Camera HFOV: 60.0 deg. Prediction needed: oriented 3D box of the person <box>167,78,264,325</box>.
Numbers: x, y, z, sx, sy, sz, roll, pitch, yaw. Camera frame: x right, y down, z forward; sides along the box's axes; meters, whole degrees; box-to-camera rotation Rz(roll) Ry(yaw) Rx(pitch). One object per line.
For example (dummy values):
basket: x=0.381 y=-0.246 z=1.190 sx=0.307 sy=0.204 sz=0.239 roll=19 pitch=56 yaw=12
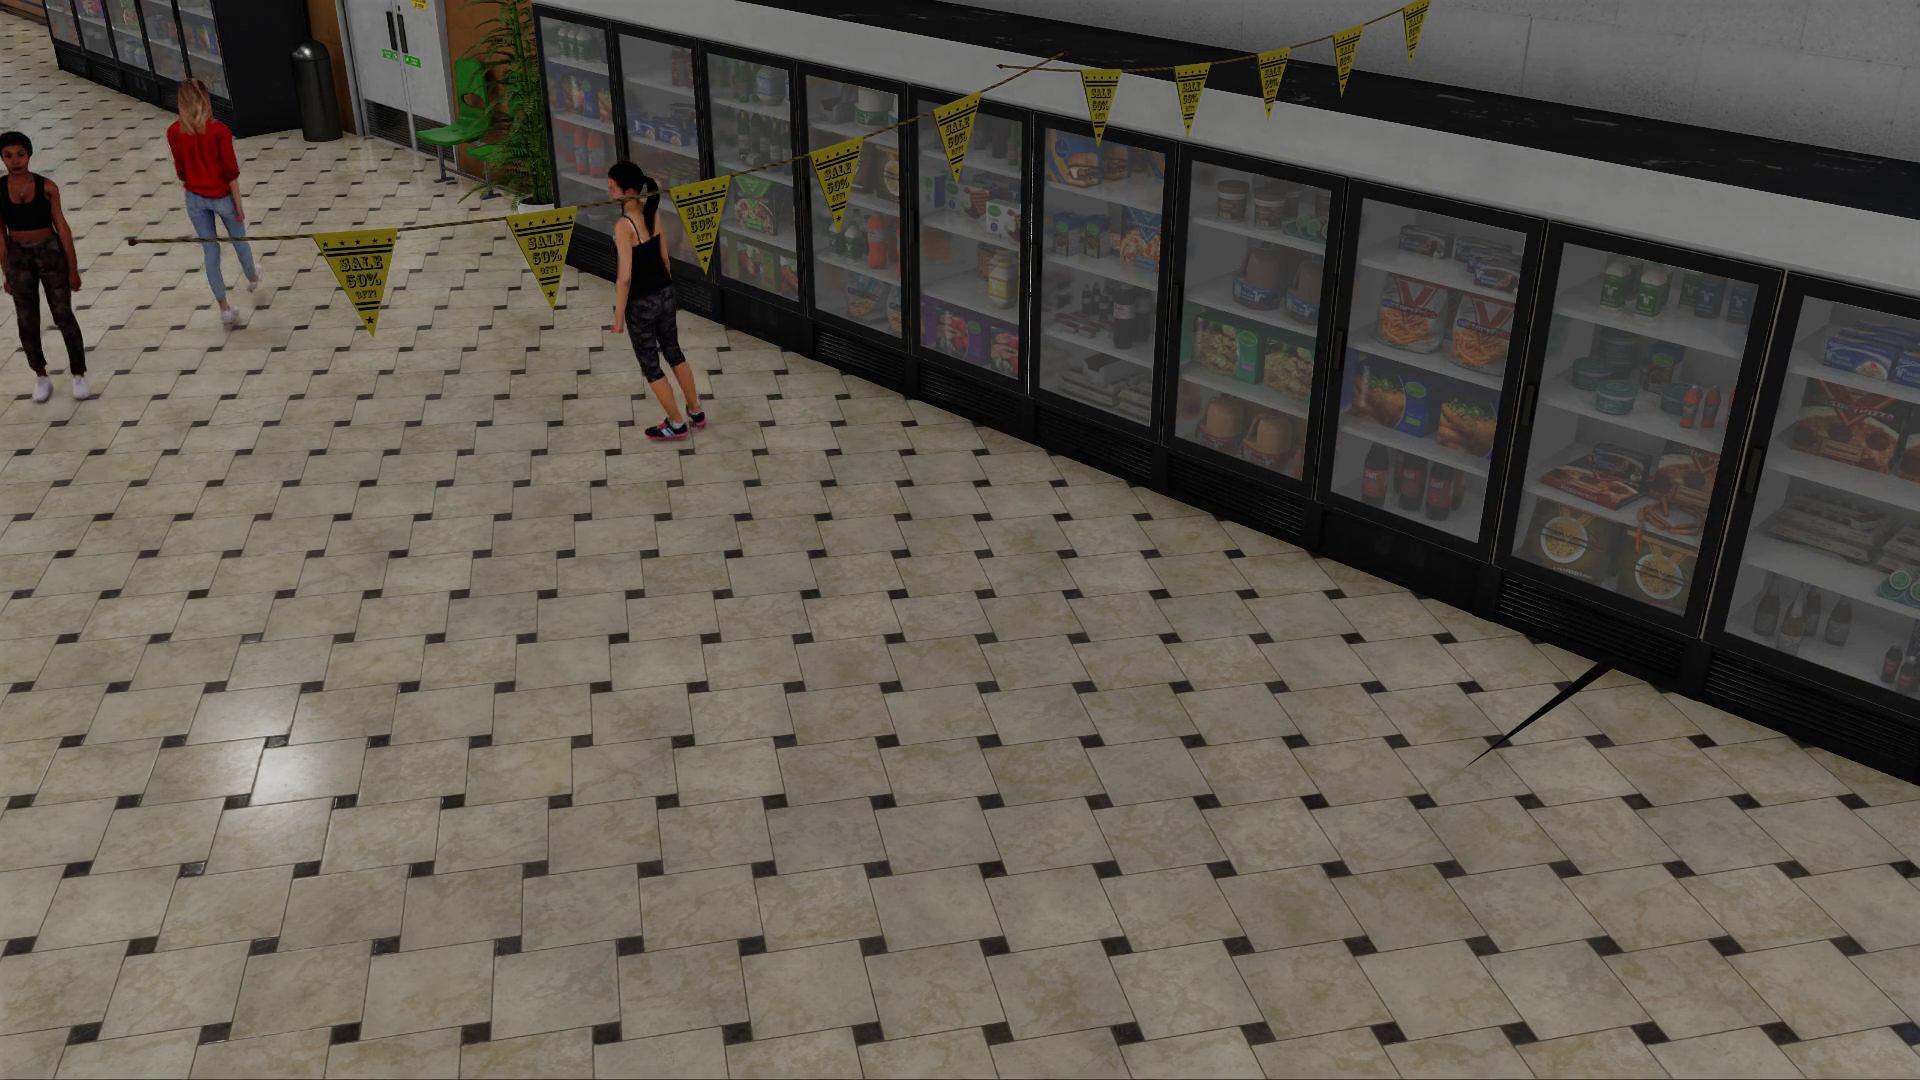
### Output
person: x=-5.292 y=-2.336 z=11.709 sx=1.123 sy=1.658 sz=1.090 roll=-4 pitch=27 yaw=-7

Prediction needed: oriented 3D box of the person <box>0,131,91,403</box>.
person: x=-5.800 y=-1.744 z=10.503 sx=0.680 sy=1.693 sz=0.777 roll=-8 pitch=28 yaw=-15

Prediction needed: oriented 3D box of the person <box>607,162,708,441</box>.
person: x=-1.771 y=-1.373 z=9.768 sx=0.895 sy=1.696 sz=0.613 roll=21 pitch=34 yaw=36
